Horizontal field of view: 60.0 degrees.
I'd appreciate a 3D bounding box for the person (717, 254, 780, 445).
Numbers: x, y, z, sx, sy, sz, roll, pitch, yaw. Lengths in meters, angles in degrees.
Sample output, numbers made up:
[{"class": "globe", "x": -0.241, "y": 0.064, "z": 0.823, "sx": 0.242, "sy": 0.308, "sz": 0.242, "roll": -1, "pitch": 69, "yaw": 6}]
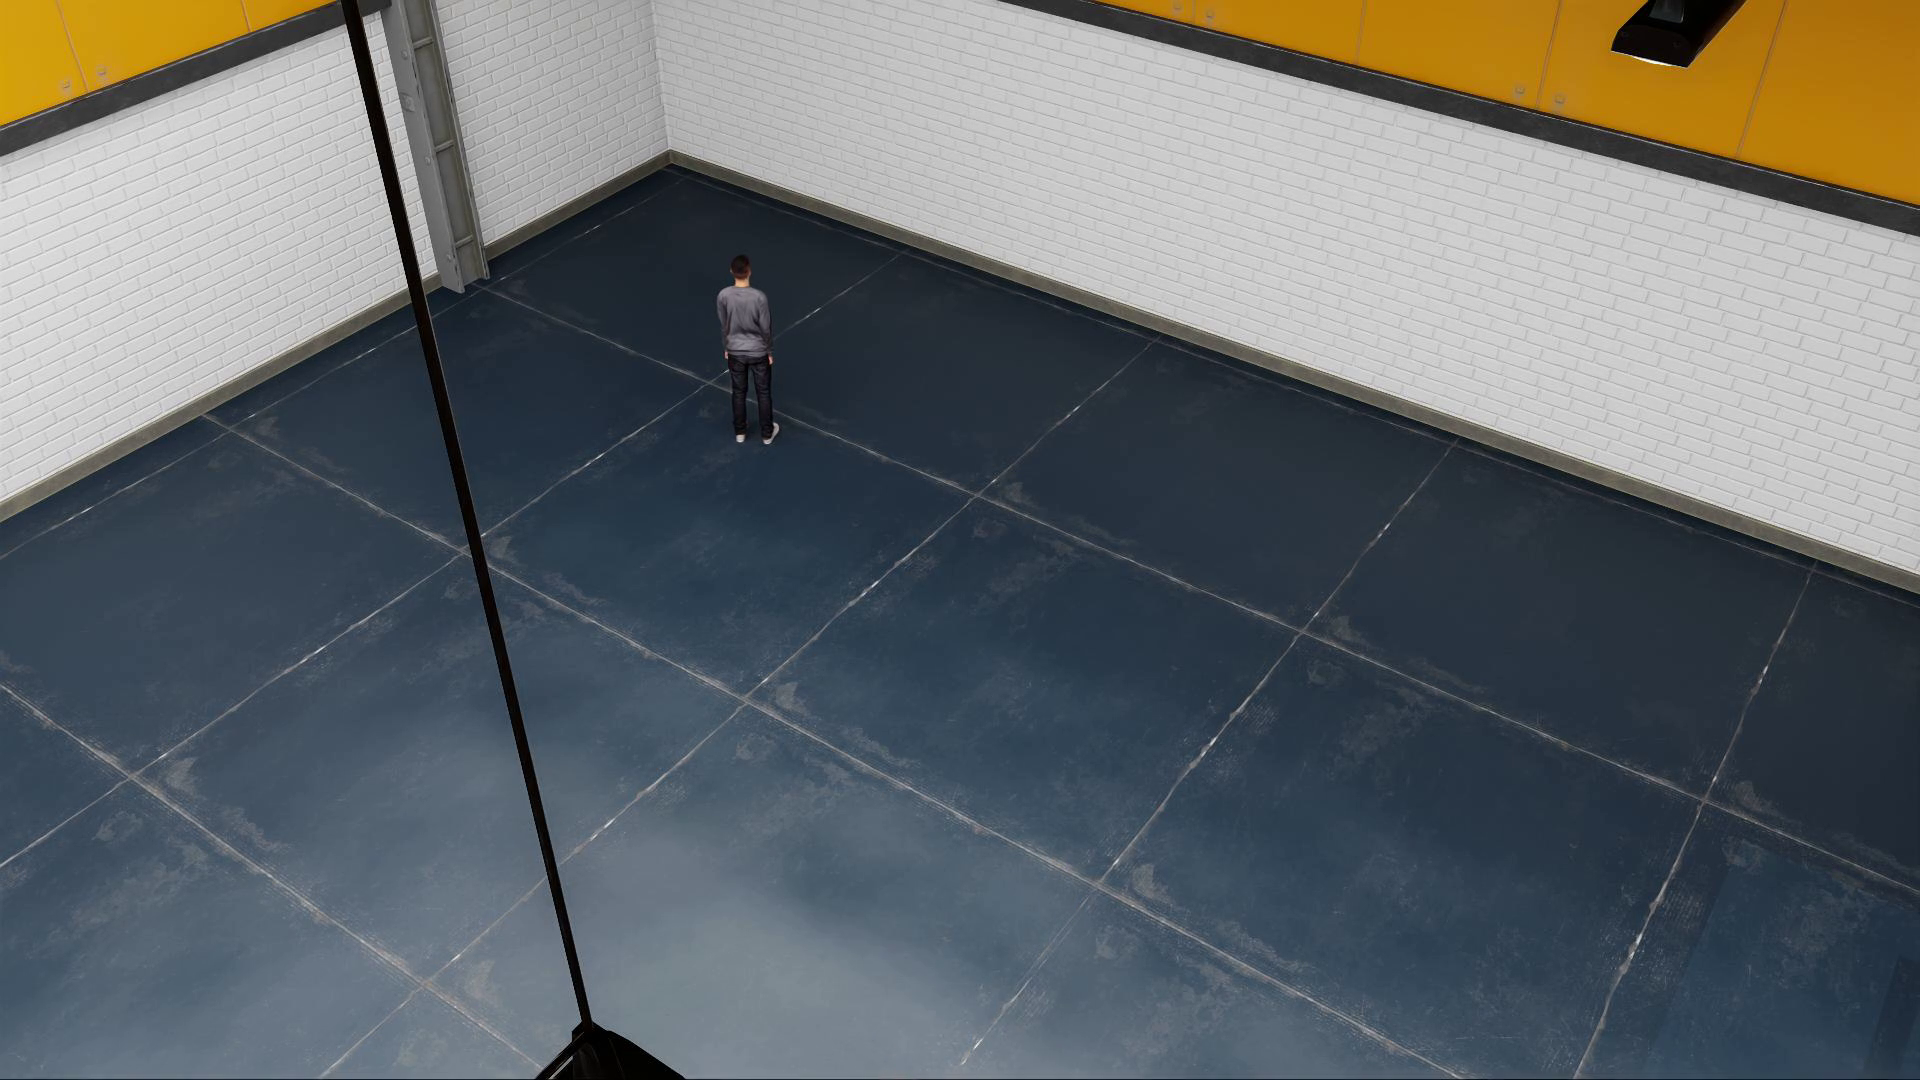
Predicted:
[{"class": "person", "x": -1.798, "y": -1.605, "z": 14.110, "sx": 0.685, "sy": 1.759, "sz": 0.678, "roll": 4, "pitch": 39, "yaw": 6}]
